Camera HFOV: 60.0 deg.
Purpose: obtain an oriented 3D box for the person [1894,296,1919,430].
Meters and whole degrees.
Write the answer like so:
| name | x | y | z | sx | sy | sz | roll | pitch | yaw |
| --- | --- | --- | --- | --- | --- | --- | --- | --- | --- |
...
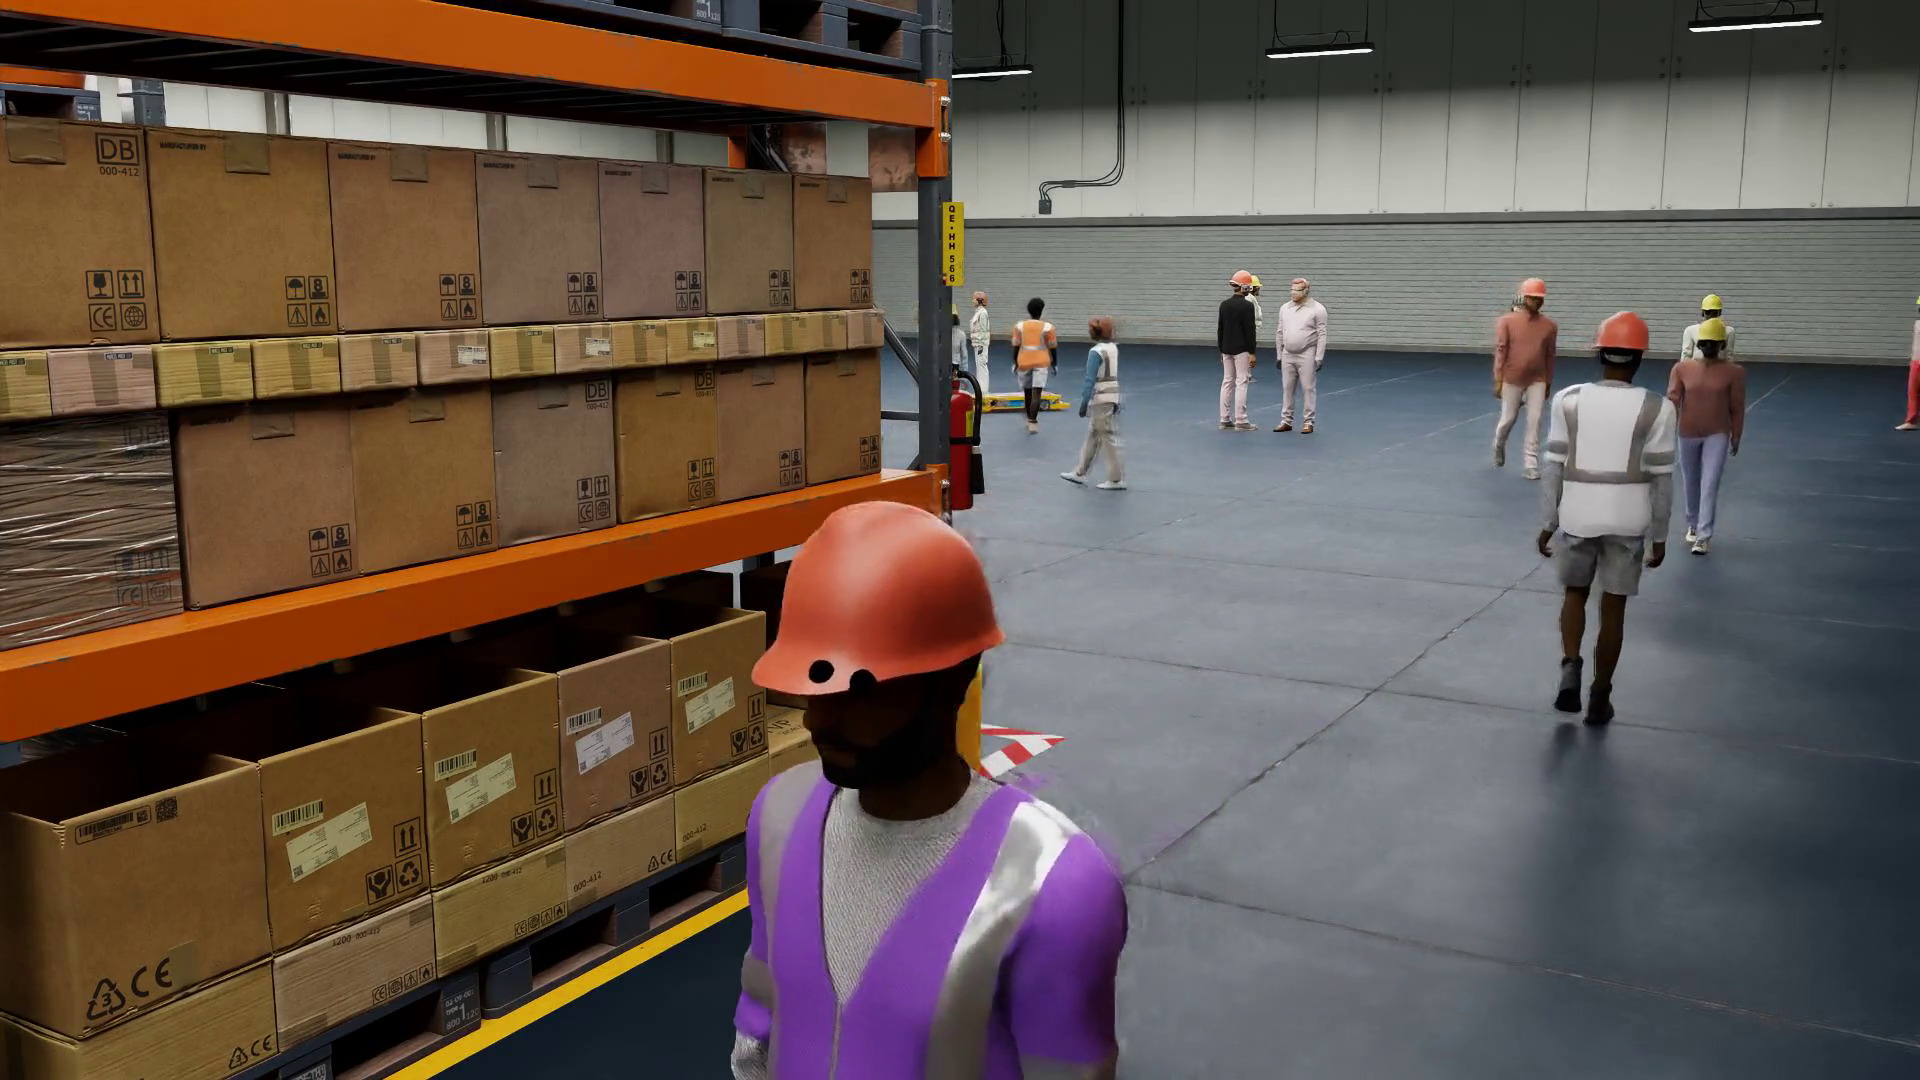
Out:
| name | x | y | z | sx | sy | sz | roll | pitch | yaw |
| --- | --- | --- | --- | --- | --- | --- | --- | --- | --- |
| person | 12.055 | -2.224 | 20.683 | 0.618 | 1.749 | 0.535 | -1 | 10 | -8 |

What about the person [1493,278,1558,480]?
| name | x | y | z | sx | sy | sz | roll | pitch | yaw |
| --- | --- | --- | --- | --- | --- | --- | --- | --- | --- |
| person | 5.564 | -1.606 | 16.447 | 0.624 | 1.972 | 0.788 | 1 | 10 | 3 |

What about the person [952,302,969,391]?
| name | x | y | z | sx | sy | sz | roll | pitch | yaw |
| --- | --- | --- | --- | --- | --- | --- | --- | --- | --- |
| person | -0.174 | -1.784 | 18.274 | 0.494 | 1.708 | 0.874 | -5 | 11 | -29 |

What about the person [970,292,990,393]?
| name | x | y | z | sx | sy | sz | roll | pitch | yaw |
| --- | --- | --- | --- | --- | --- | --- | --- | --- | --- |
| person | 0.306 | -2.959 | 25.339 | 0.307 | 1.641 | 0.511 | -2 | 10 | -9 |

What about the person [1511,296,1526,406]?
| name | x | y | z | sx | sy | sz | roll | pitch | yaw |
| --- | --- | --- | --- | --- | --- | --- | --- | --- | --- |
| person | 7.955 | -2.680 | 23.830 | 0.814 | 1.595 | 0.521 | -8 | 12 | -39 |

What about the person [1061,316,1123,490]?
| name | x | y | z | sx | sy | sz | roll | pitch | yaw |
| --- | --- | --- | --- | --- | --- | --- | --- | --- | --- |
| person | 1.216 | -1.281 | 15.566 | 0.758 | 1.606 | 0.541 | 4 | 11 | 24 |

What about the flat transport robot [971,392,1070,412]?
| name | x | y | z | sx | sy | sz | roll | pitch | yaw |
| --- | --- | --- | --- | --- | --- | --- | --- | --- | --- |
| flat transport robot | 0.775 | -1.961 | 23.494 | 1.431 | 0.197 | 0.652 | -4 | 10 | -20 |

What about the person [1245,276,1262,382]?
| name | x | y | z | sx | sy | sz | roll | pitch | yaw |
| --- | --- | --- | --- | --- | --- | --- | --- | --- | --- |
| person | 5.046 | -3.664 | 28.893 | 0.404 | 1.835 | 0.587 | 2 | 10 | 10 |

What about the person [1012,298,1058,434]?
| name | x | y | z | sx | sy | sz | roll | pitch | yaw |
| --- | --- | --- | --- | --- | --- | --- | --- | --- | --- |
| person | 0.941 | -2.157 | 20.586 | 0.556 | 1.645 | 0.873 | 3 | 10 | 17 |

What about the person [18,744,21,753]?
| name | x | y | z | sx | sy | sz | roll | pitch | yaw |
| --- | --- | --- | --- | --- | --- | --- | --- | --- | --- |
| person | -3.899 | -0.012 | 7.389 | 0.567 | 1.878 | 1.006 | 3 | 10 | 15 |

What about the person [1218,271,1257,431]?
| name | x | y | z | sx | sy | sz | roll | pitch | yaw |
| --- | --- | --- | --- | --- | --- | --- | --- | --- | --- |
| person | 3.489 | -2.361 | 20.798 | 0.394 | 1.992 | 0.622 | -6 | 11 | -32 |

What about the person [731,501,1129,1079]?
| name | x | y | z | sx | sy | sz | roll | pitch | yaw |
| --- | --- | --- | --- | --- | --- | --- | --- | --- | --- |
| person | -0.025 | 0.878 | 2.100 | 0.555 | 1.909 | 0.880 | 8 | 13 | 40 |

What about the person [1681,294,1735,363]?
| name | x | y | z | sx | sy | sz | roll | pitch | yaw |
| --- | --- | --- | --- | --- | --- | --- | --- | --- | --- |
| person | 8.002 | -1.739 | 17.823 | 0.533 | 1.768 | 0.311 | 2 | 10 | 12 |

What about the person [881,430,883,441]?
| name | x | y | z | sx | sy | sz | roll | pitch | yaw |
| --- | --- | --- | --- | --- | --- | --- | --- | --- | --- |
| person | -1.147 | -1.871 | 18.535 | 0.522 | 1.783 | 0.975 | 3 | 10 | 15 |

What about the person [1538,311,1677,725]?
| name | x | y | z | sx | sy | sz | roll | pitch | yaw |
| --- | --- | --- | --- | --- | --- | --- | --- | --- | --- |
| person | 2.985 | -0.088 | 7.690 | 0.575 | 1.924 | 0.415 | 6 | 11 | 31 |

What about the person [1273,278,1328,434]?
| name | x | y | z | sx | sy | sz | roll | pitch | yaw |
| --- | --- | --- | --- | --- | --- | --- | --- | --- | --- |
| person | 4.172 | -2.260 | 20.475 | 0.644 | 1.904 | 0.399 | 8 | 12 | 38 |

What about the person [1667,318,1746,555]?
| name | x | y | z | sx | sy | sz | roll | pitch | yaw |
| --- | --- | --- | --- | --- | --- | --- | --- | --- | --- |
| person | 5.538 | -0.787 | 12.391 | 0.527 | 1.730 | 0.891 | 6 | 12 | 33 |
